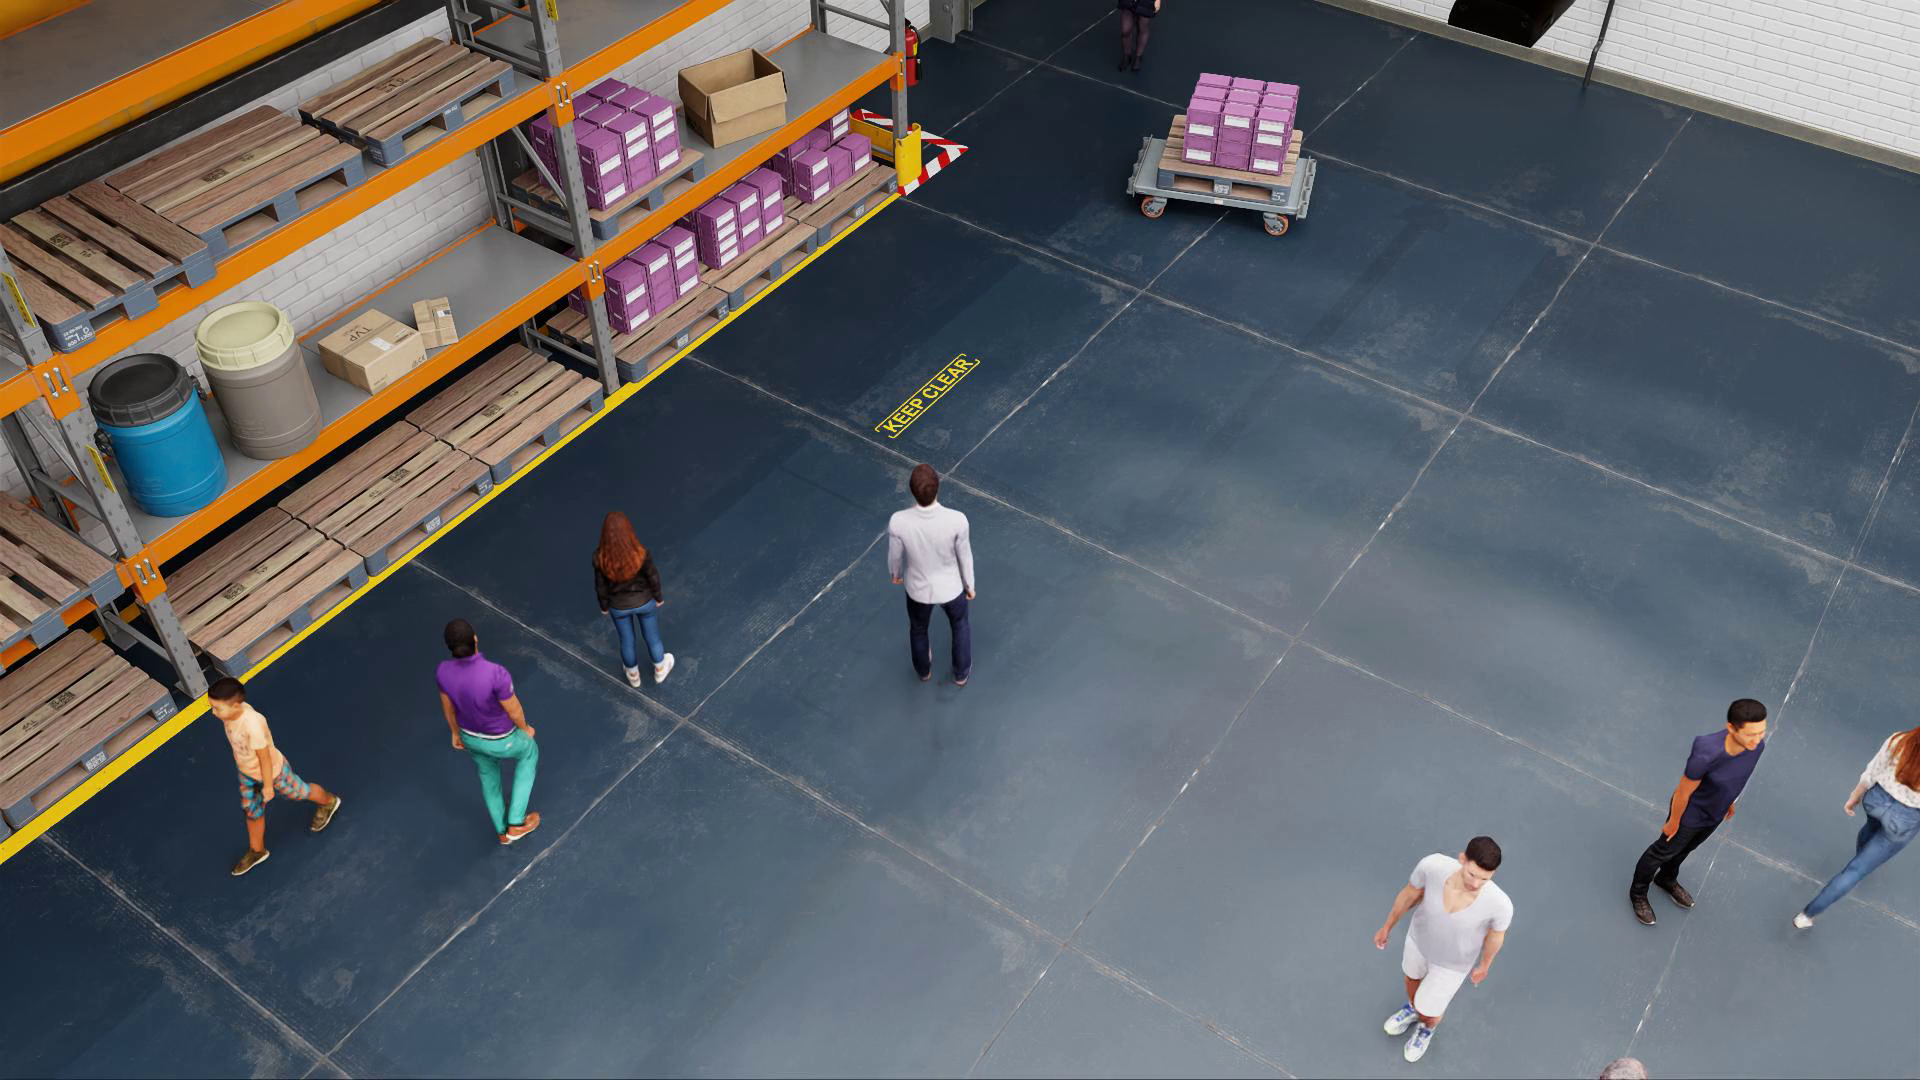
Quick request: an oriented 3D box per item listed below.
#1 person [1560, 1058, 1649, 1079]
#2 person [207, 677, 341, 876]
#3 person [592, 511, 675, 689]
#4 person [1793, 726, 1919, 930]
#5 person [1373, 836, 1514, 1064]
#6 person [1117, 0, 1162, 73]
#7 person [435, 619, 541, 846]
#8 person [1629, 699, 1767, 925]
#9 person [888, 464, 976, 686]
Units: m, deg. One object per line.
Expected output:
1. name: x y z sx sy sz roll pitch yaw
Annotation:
1. person: 2.852 3.046 7.819 0.700 1.810 0.747 -34 53 -30
2. person: -4.090 1.312 9.913 0.582 1.432 0.976 23 48 23
3. person: -2.148 0.387 10.847 0.624 1.483 0.693 -9 44 -9
4. person: 5.223 1.605 9.424 1.252 1.683 0.905 -24 49 -23
5. person: 2.614 2.078 8.819 0.744 1.833 0.791 -29 51 -27
6. person: 1.866 -5.623 17.023 0.758 1.666 0.764 10 45 10
7. person: -2.781 1.218 9.782 0.761 1.749 0.796 9 44 9
8. person: 4.201 1.506 9.447 0.654 1.793 0.779 -17 46 -17
9. person: -0.179 0.304 10.672 0.840 1.846 0.849 4 44 4
